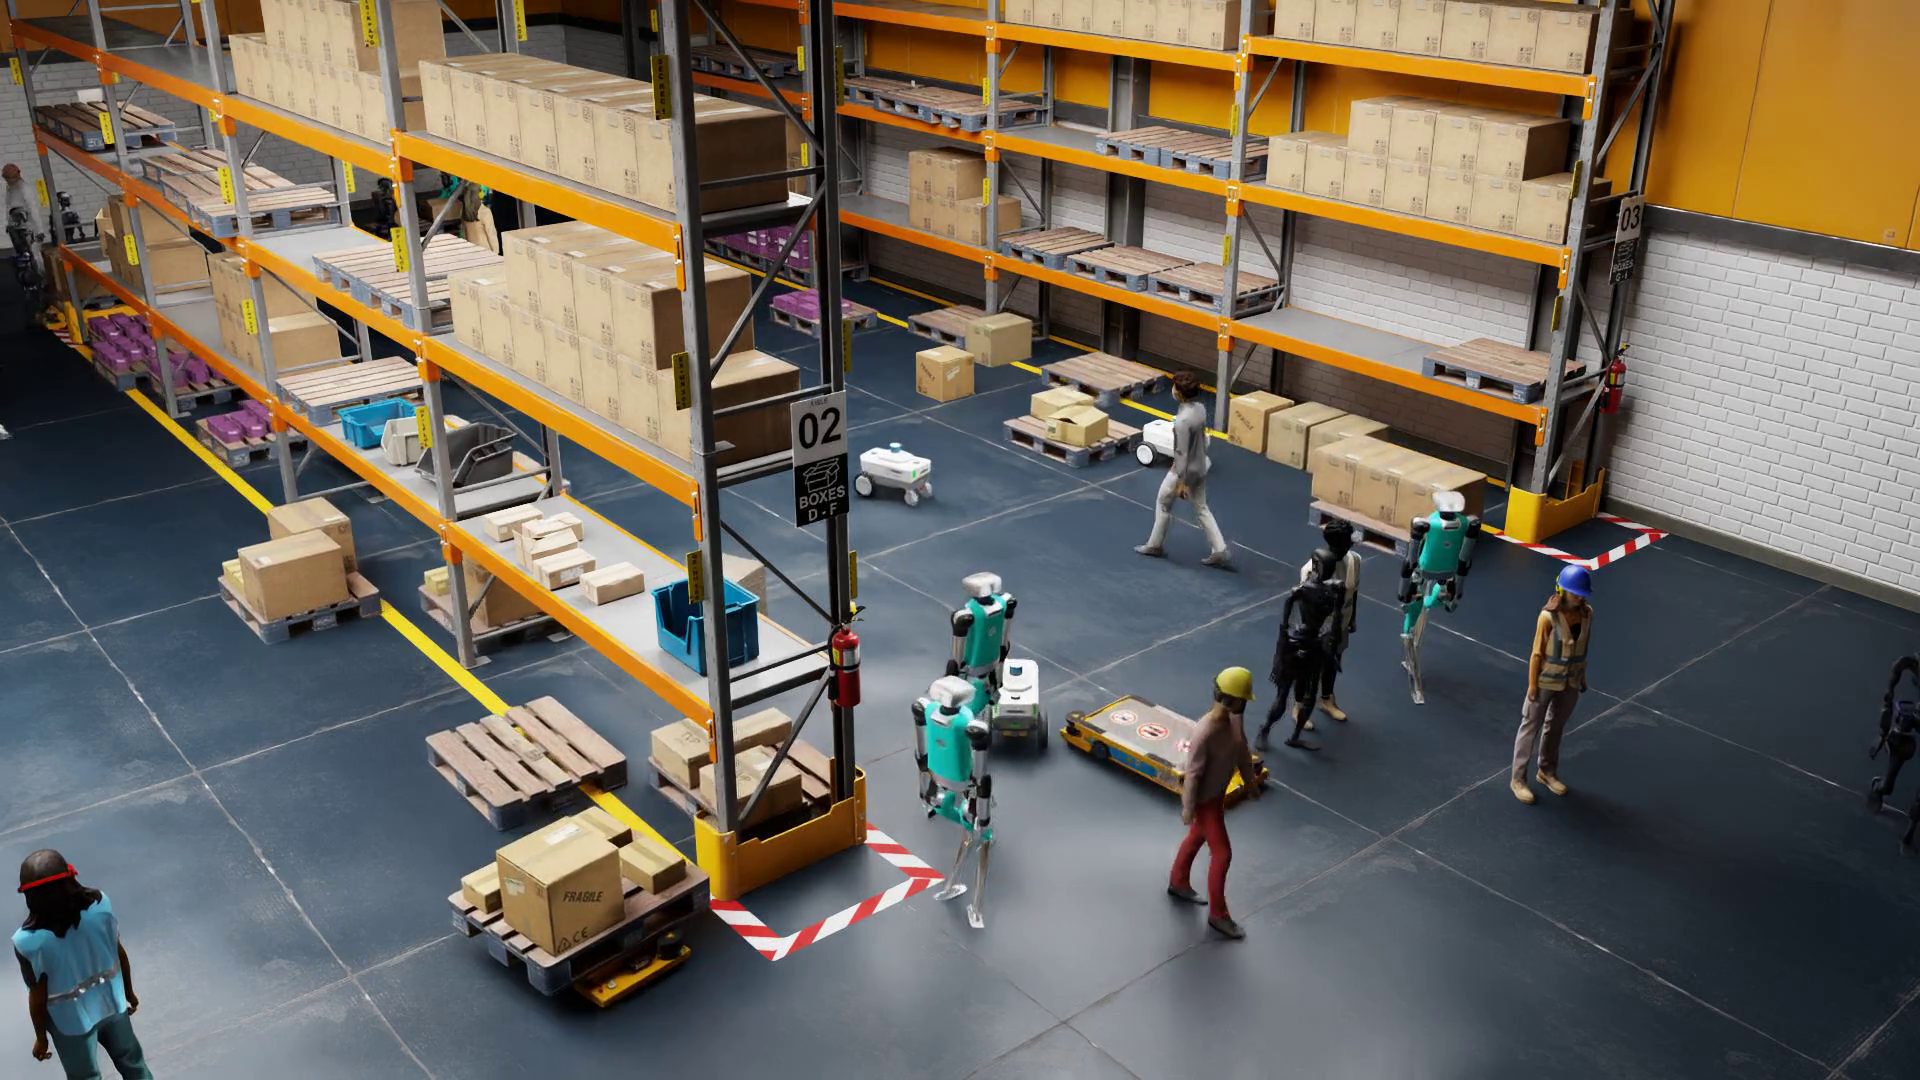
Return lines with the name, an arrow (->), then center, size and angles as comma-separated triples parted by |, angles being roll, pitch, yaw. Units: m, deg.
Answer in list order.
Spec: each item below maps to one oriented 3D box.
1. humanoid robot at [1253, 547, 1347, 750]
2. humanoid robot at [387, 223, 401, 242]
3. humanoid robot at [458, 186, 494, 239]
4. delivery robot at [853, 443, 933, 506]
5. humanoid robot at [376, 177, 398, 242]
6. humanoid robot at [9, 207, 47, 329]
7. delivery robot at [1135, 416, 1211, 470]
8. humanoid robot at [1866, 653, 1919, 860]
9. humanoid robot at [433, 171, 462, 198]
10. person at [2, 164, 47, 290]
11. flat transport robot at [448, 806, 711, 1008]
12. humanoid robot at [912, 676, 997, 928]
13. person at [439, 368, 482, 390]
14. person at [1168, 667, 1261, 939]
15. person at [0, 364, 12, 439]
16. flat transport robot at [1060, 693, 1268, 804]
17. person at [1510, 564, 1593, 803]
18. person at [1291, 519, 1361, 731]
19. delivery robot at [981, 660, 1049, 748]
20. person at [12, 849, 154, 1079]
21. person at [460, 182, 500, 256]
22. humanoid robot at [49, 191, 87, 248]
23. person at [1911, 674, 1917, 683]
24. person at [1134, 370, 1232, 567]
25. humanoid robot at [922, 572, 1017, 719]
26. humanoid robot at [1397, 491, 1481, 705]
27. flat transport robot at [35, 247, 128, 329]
humanoid robot -> 2.463, 0.789, 12.049 | 0.589, 1.646, 0.436 | -11, 26, -24
humanoid robot -> -7.226, -3.309, 21.610 | 0.781, 1.646, 0.603 | 11, 26, 24
humanoid robot -> -7.371, -4.865, 25.115 | 0.535, 1.809, 0.837 | 20, 31, 39
delivery robot -> -0.671, -0.684, 16.888 | 0.812, 0.611, 0.499 | 14, 27, 30
humanoid robot -> -8.284, -4.439, 24.156 | 0.387, 1.647, 0.609 | -14, 27, -30
humanoid robot -> -12.541, -3.643, 22.302 | 0.602, 1.647, 0.380 | 21, 31, 39
delivery robot -> 2.282, -1.029, 17.661 | 0.774, 0.592, 0.499 | 21, 31, 39
humanoid robot -> 6.367, 1.252, 10.986 | 0.597, 1.643, 0.583 | 8, 24, 17
humanoid robot -> -8.636, -5.971, 27.741 | 0.824, 1.872, 0.557 | 9, 25, 19
person -> -13.511, -4.520, 24.082 | 0.824, 1.893, 0.475 | 21, 31, 40
flat transport robot -> -2.363, 2.350, 10.201 | 1.431, 0.231, 0.659 | 20, 30, 38
humanoid robot -> 0.075, 1.549, 10.189 | 0.583, 1.756, 0.738 | 16, 28, 33
person -> -6.076, -2.670, 19.972 | 0.749, 1.739, 0.496 | 5, 24, 12
person -> 1.601, 1.573, 10.167 | 0.753, 1.722, 0.539 | 14, 27, 30
person -> -10.990, -2.003, 18.473 | 0.890, 1.700, 0.567 | 10, 25, 23
flat transport robot -> 1.472, 1.518, 12.128 | 0.659, 0.231, 1.431 | -21, 31, -39
person -> 4.124, 0.980, 11.470 | 0.465, 1.776, 0.326 | -8, 25, -18
person -> 2.743, 0.618, 12.422 | 0.534, 1.693, 0.320 | -12, 26, -25
delivery robot -> 0.417, 1.217, 12.490 | 0.499, 0.614, 0.808 | 1, 23, 2
person -> -4.307, 2.345, 8.200 | 0.396, 1.866, 0.524 | 15, 28, 32
person -> -6.550, -3.958, 22.784 | 0.564, 1.875, 0.391 | 11, 26, 25
humanoid robot -> -12.424, -4.031, 23.199 | 0.608, 1.648, 0.320 | 7, 24, 16
person -> 7.803, 0.267, 12.946 | 0.547, 1.923, 0.386 | 15, 27, 30
person -> 2.089, -0.645, 15.134 | 0.912, 1.854, 0.507 | 18, 29, 35
humanoid robot -> -0.016, 1.037, 11.515 | 0.532, 1.876, 0.754 | -20, 30, -39
humanoid robot -> 3.608, 0.358, 12.981 | 0.530, 1.771, 0.846 | -2, 23, -5
flat transport robot -> -11.941, -3.185, 23.019 | 1.431, 0.231, 0.659 | -19, 29, -36
